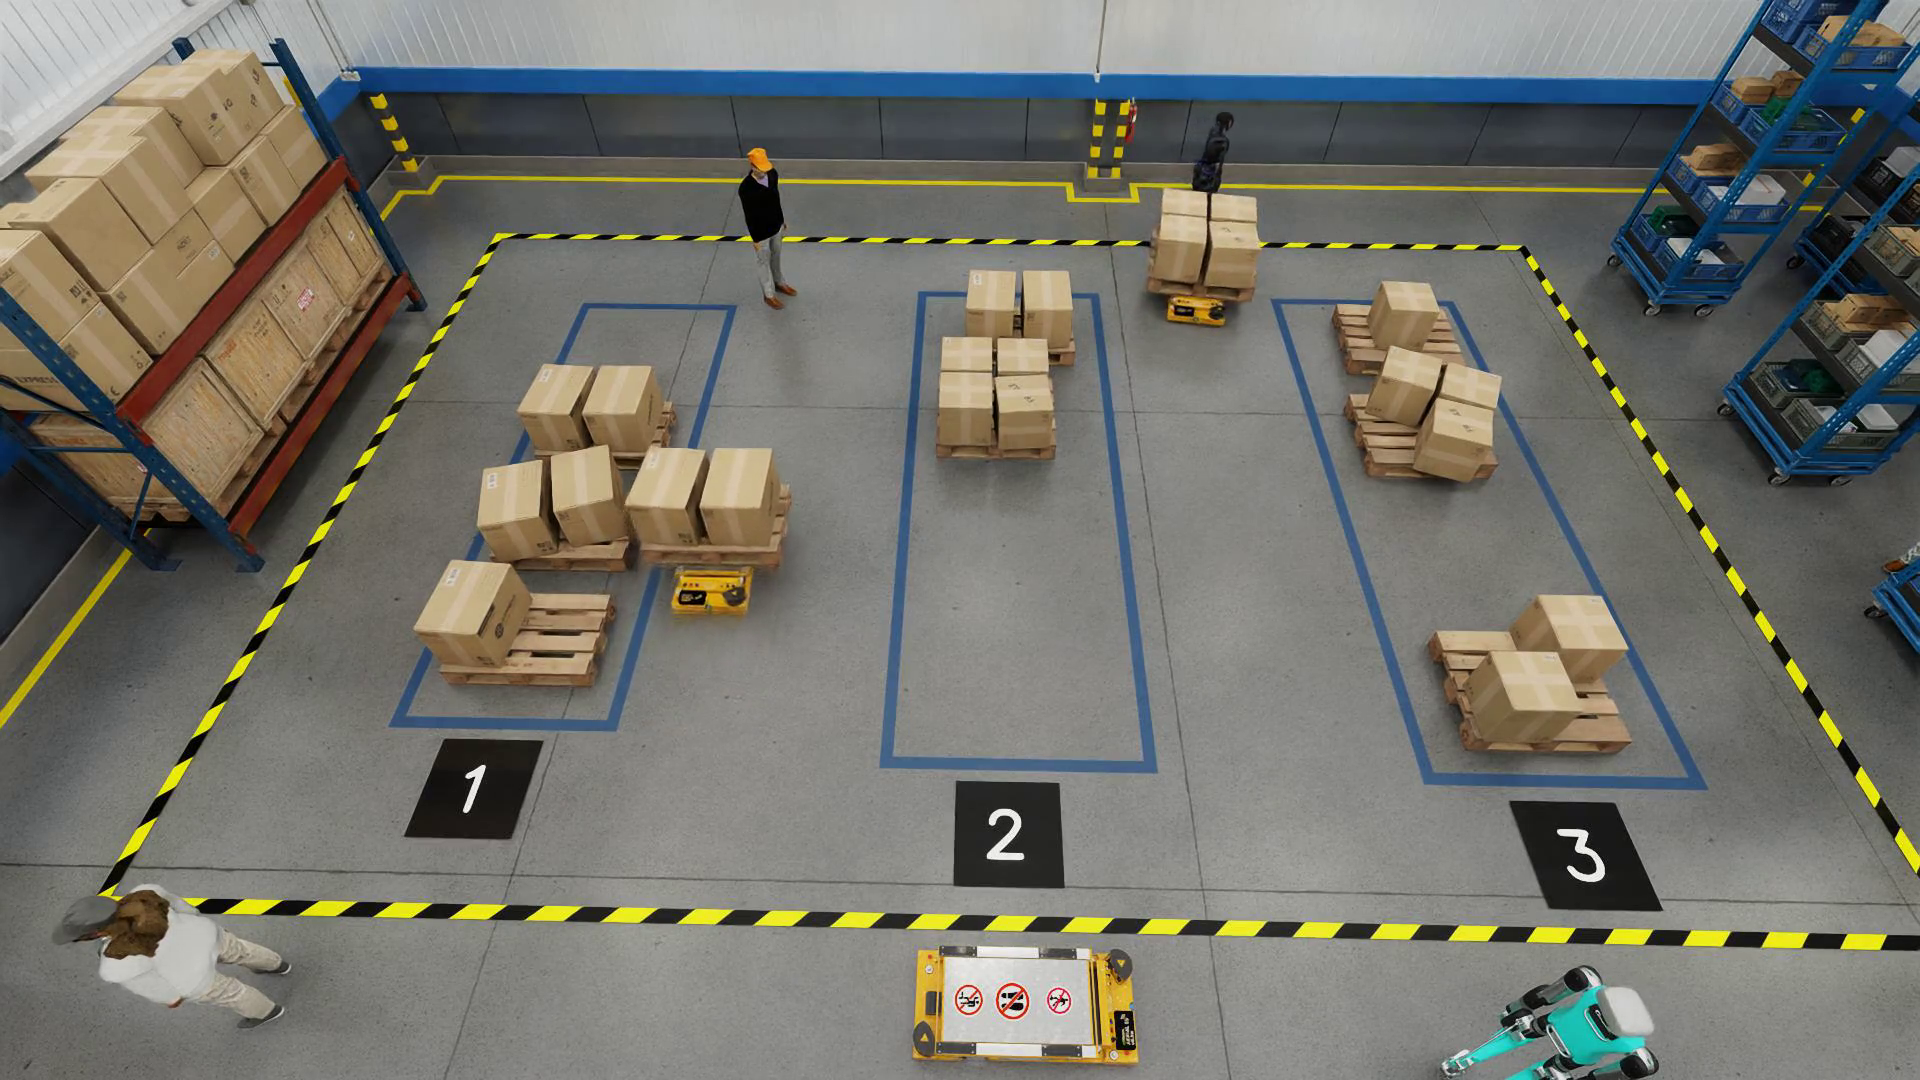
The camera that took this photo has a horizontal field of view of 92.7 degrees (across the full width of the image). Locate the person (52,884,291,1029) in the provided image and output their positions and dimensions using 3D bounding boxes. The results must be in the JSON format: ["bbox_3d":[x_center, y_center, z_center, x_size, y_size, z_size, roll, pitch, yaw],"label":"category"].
[{"bbox_3d":[-4.624,2.492,5.484,0.397,1.769,0.572,-10,52,-8],"label":"person"}]

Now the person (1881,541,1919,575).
[{"bbox_3d":[8.693,-0.241,7.606,0.356,1.936,0.634,-23,54,-17],"label":"person"}]

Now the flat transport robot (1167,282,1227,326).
[{"bbox_3d":[2.848,-3.120,11.011,0.652,0.197,1.431,7,51,6],"label":"flat transport robot"}]

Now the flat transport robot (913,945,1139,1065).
[{"bbox_3d":[0.422,3.041,6.007,1.431,0.231,0.659,1,51,1],"label":"flat transport robot"}]

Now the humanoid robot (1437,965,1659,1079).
[{"bbox_3d":[3.098,2.885,5.103,0.735,1.673,0.533,-12,52,-10],"label":"humanoid robot"}]

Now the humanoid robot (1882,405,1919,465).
[{"bbox_3d":[9.473,-1.375,8.716,0.585,1.629,0.715,27,56,21],"label":"humanoid robot"}]

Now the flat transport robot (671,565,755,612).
[{"bbox_3d":[-2.191,0.018,8.453,0.652,0.197,1.431,1,51,1],"label":"flat transport robot"}]

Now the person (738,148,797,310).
[{"bbox_3d":[-2.154,-3.505,10.306,0.394,1.877,0.586,25,55,19],"label":"person"}]

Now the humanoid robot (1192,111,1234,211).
[{"bbox_3d":[2.950,-4.415,11.204,0.718,1.643,0.609,-7,51,-6],"label":"humanoid robot"}]
